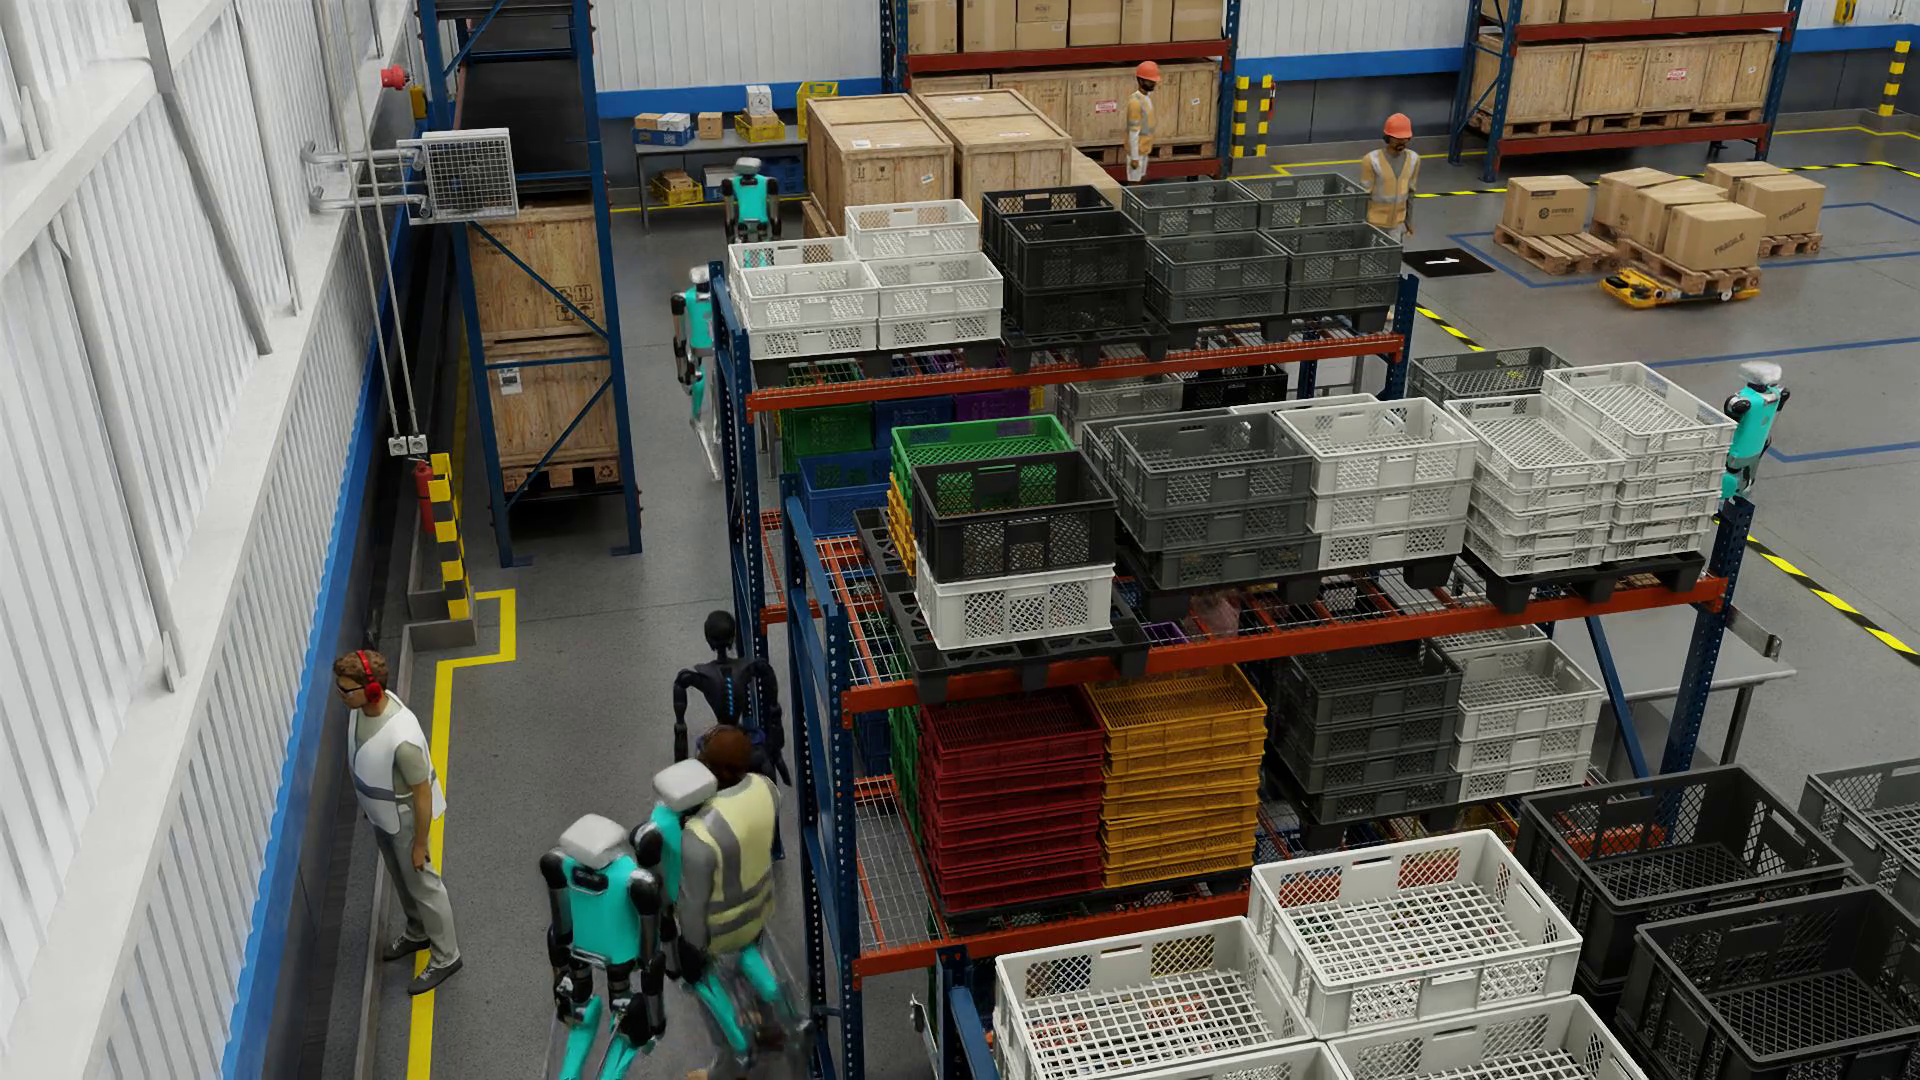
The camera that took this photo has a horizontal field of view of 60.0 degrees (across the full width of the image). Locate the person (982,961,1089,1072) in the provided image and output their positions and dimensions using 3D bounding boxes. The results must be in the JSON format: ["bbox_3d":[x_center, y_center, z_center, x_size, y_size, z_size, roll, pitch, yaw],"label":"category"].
[{"bbox_3d":[0.238,2.275,6.047,0.554,1.831,0.437,11,30,19],"label":"person"}]

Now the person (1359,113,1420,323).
[{"bbox_3d":[4.093,-3.072,15.973,0.604,2.045,0.375,-7,29,-13],"label":"person"}]

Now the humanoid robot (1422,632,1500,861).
[{"bbox_3d":[2.619,1.149,8.417,0.771,1.623,0.586,3,28,6],"label":"humanoid robot"}]

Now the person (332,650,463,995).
[{"bbox_3d":[-2.646,1.307,7.874,0.374,1.843,0.569,-22,35,-36],"label":"person"}]

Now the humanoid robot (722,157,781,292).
[{"bbox_3d":[-1.943,-2.591,15.444,0.531,1.775,1.018,1,28,1],"label":"humanoid robot"}]

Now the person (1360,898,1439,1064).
[{"bbox_3d":[1.723,2.097,6.369,0.597,1.849,0.526,-9,29,-16],"label":"person"}]

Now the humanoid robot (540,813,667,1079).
[{"bbox_3d":[-1.501,1.971,6.660,0.531,1.723,0.718,11,30,20],"label":"humanoid robot"}]

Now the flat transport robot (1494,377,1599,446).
[{"bbox_3d":[4.780,-1.036,14.013,0.659,0.231,1.431,-6,28,-12],"label":"flat transport robot"}]

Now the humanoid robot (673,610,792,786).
[{"bbox_3d":[-1.152,1.148,8.387,0.613,1.626,0.529,-10,29,-18],"label":"humanoid robot"}]

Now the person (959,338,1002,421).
[{"bbox_3d":[0.158,-1.046,12.265,0.375,1.914,0.595,-2,28,-4],"label":"person"}]

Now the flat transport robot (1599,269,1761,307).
[{"bbox_3d":[7.373,-2.630,17.007,1.431,0.197,0.652,-6,28,-12],"label":"flat transport robot"}]

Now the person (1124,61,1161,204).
[{"bbox_3d":[2.020,-4.355,18.523,0.371,1.933,0.547,10,29,18],"label":"person"}]

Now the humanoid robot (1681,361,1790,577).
[{"bbox_3d":[5.040,-0.481,11.244,0.533,1.674,0.735,-15,31,-26],"label":"humanoid robot"}]

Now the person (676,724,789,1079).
[{"bbox_3d":[-1.020,1.645,7.285,0.433,1.810,0.668,10,29,18],"label":"person"}]

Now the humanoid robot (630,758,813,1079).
[{"bbox_3d":[-0.894,1.823,7.056,0.880,1.814,0.544,22,35,35],"label":"humanoid robot"}]

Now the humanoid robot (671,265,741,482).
[{"bbox_3d":[-2.015,-1.436,13.238,0.533,1.775,1.001,-6,28,-11],"label":"humanoid robot"}]

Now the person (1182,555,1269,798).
[{"bbox_3d":[1.411,0.759,9.033,0.792,1.726,0.523,-11,30,-20],"label":"person"}]
